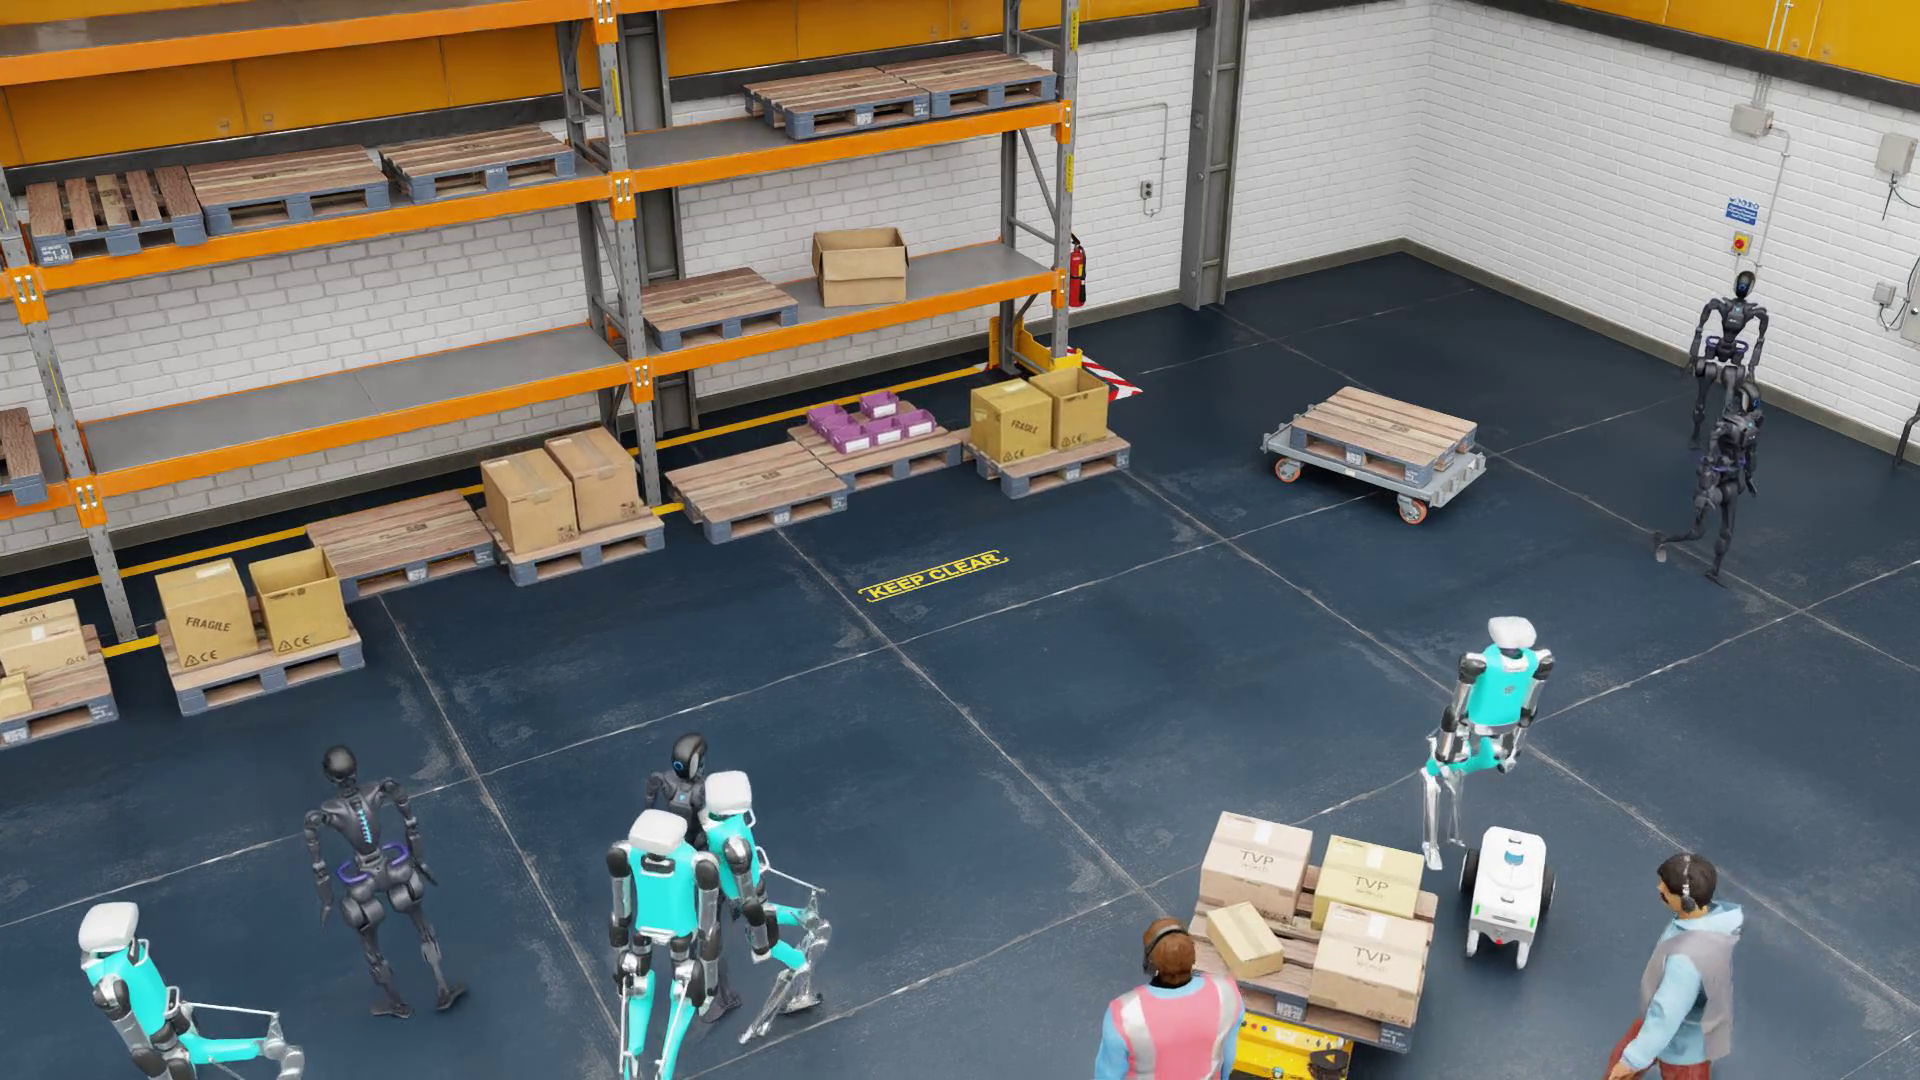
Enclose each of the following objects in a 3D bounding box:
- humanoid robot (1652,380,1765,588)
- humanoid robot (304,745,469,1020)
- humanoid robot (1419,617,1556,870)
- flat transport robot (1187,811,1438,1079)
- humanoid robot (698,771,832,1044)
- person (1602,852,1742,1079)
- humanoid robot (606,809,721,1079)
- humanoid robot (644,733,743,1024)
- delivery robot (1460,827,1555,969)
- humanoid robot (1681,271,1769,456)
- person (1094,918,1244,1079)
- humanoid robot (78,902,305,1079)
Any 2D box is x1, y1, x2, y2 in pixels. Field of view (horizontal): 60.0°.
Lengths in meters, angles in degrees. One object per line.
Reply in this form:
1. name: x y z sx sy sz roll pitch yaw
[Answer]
1. humanoid robot: 5.639 -0.472 12.399 0.607 1.638 0.647 -15 33 -25
2. humanoid robot: -2.926 1.770 8.415 0.607 1.648 0.463 -21 36 -32
3. humanoid robot: 2.909 1.104 9.540 0.556 1.779 0.748 -5 30 -8
4. flat transport robot: 1.835 2.315 8.876 0.659 0.231 1.431 10 31 18
5. humanoid robot: -0.851 1.820 8.254 0.795 1.756 0.589 -10 31 -17
6. person: 3.234 2.224 7.456 0.984 1.820 0.618 13 32 22
7. humanoid robot: -1.406 2.155 7.676 0.543 1.792 0.786 5 30 9
8. humanoid robot: -1.398 1.709 8.512 0.598 1.643 0.423 8 30 14
9. delivery robot: 3.046 1.946 9.258 0.499 0.614 0.815 10 31 18
10. humanoid robot: 6.513 -1.506 14.205 0.597 1.648 0.456 13 32 22
11. person: 0.869 2.384 7.166 0.642 1.836 0.430 -8 30 -13
12. humanoid robot: -3.368 2.278 7.450 1.046 1.722 0.549 -10 31 -17
